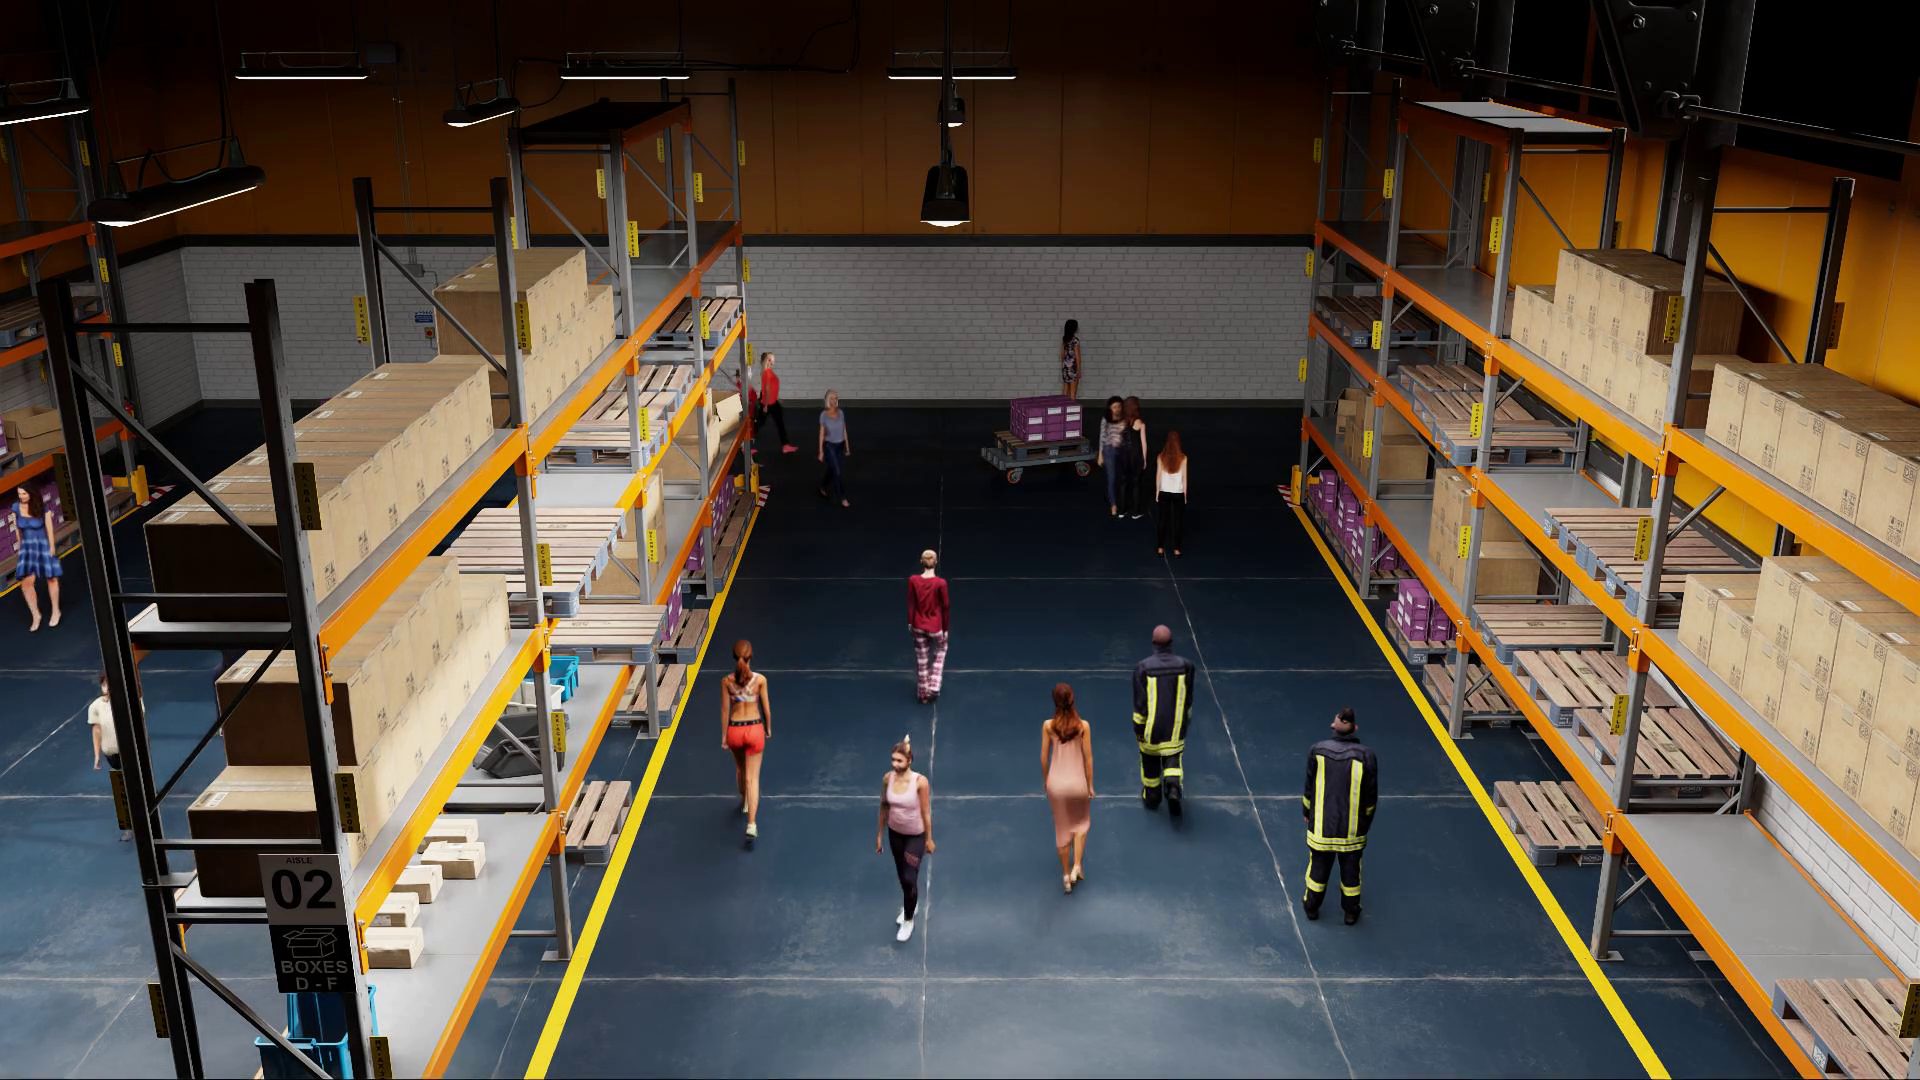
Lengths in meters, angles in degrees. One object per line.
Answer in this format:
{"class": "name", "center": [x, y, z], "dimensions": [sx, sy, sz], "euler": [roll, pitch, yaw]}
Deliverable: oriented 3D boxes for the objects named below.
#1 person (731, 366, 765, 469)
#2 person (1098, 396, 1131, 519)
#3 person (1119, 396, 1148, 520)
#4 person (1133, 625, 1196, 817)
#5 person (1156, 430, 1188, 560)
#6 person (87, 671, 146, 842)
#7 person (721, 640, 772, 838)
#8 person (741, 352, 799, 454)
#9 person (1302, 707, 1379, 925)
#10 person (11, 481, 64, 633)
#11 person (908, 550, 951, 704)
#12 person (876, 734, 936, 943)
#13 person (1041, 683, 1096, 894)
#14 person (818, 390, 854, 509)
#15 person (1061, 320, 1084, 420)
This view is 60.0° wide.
{"class": "person", "center": [-3.382, -1.862, 25.620], "dimensions": [0.873, 1.675, 0.938], "euler": [-10, 21, -28]}
{"class": "person", "center": [2.178, -1.177, 23.454], "dimensions": [0.800, 1.759, 0.880], "euler": [-10, 21, -28]}
{"class": "person", "center": [2.413, -1.171, 23.462], "dimensions": [0.652, 1.743, 0.649], "euler": [9, 21, 24]}
{"class": "person", "center": [1.845, 1.644, 15.004], "dimensions": [0.769, 1.807, 0.982], "euler": [-2, 19, -6]}
{"class": "person", "center": [2.781, -0.600, 21.802], "dimensions": [0.622, 1.720, 0.600], "euler": [6, 20, 18]}
{"class": "person", "center": [-7.418, 1.856, 14.790], "dimensions": [0.674, 1.540, 1.054], "euler": [-2, 19, -5]}
{"class": "person", "center": [-1.883, 1.784, 14.675], "dimensions": [0.649, 1.751, 1.153], "euler": [-1, 19, -4]}
{"class": "person", "center": [-3.145, -2.151, 26.508], "dimensions": [0.901, 1.656, 1.136], "euler": [-6, 19, -17]}
{"class": "person", "center": [3.027, 2.186, 13.313], "dimensions": [0.818, 1.859, 0.789], "euler": [5, 19, 15]}
{"class": "person", "center": [-10.737, 0.159, 19.436], "dimensions": [0.668, 1.792, 0.726], "euler": [-1, 19, -3]}
{"class": "person", "center": [-0.347, 0.921, 17.331], "dimensions": [0.681, 1.691, 0.653], "euler": [3, 19, 9]}
{"class": "person", "center": [-0.387, 2.315, 13.284], "dimensions": [0.780, 1.633, 0.885], "euler": [9, 21, 25]}
{"class": "person", "center": [0.860, 2.084, 13.688], "dimensions": [0.694, 1.811, 0.682], "euler": [6, 19, 16]}
{"class": "person", "center": [-1.875, -1.328, 24.028], "dimensions": [1.050, 1.680, 1.152], "euler": [-15, 24, -38]}
{"class": "person", "center": [1.904, -2.945, 28.742], "dimensions": [0.728, 1.736, 0.634], "euler": [-12, 22, -32]}
